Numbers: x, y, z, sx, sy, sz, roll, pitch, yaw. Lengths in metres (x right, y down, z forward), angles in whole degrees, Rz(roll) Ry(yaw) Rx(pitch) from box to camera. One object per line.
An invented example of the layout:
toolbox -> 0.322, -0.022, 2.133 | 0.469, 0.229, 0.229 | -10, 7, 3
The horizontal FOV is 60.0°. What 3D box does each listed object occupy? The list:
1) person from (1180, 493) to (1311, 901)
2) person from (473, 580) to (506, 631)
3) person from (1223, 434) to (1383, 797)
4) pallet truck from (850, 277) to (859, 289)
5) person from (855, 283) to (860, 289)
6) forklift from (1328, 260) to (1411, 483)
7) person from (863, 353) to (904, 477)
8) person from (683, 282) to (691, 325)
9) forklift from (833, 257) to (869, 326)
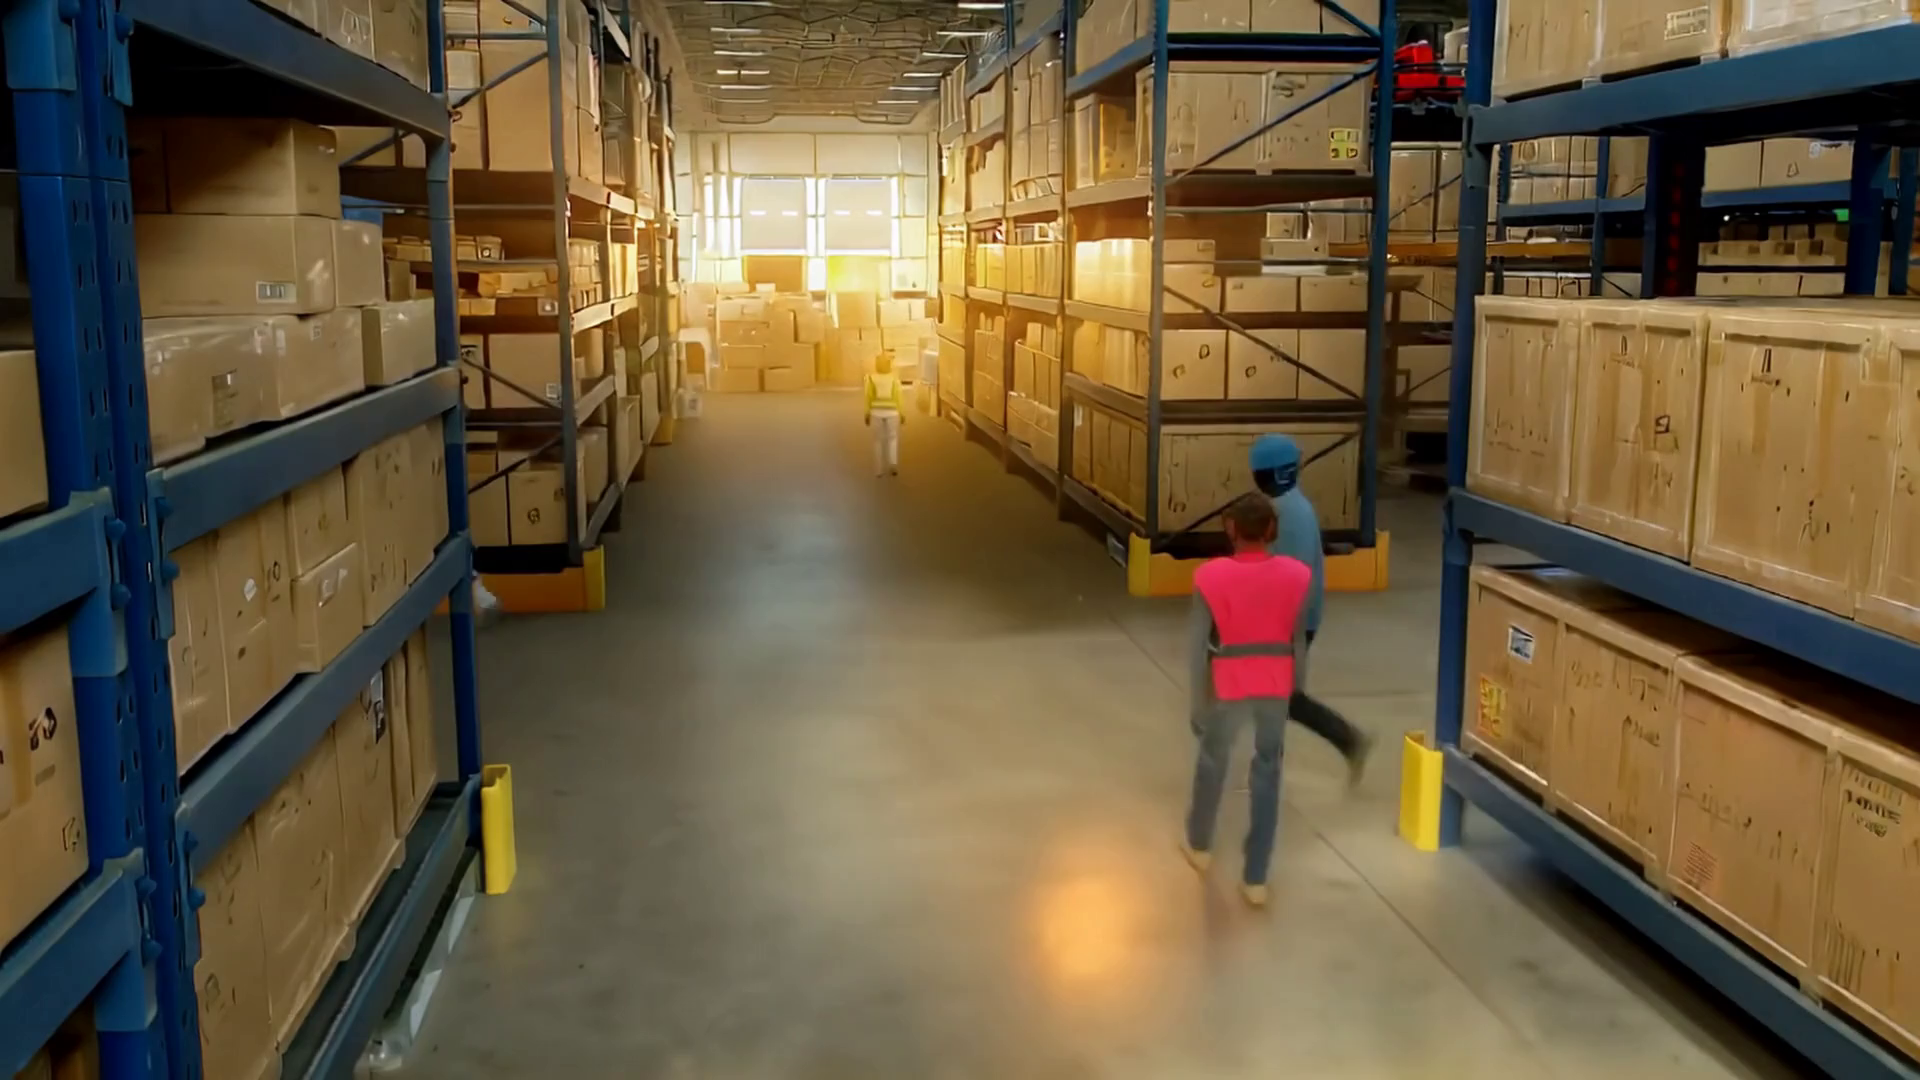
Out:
person -> 1.296, 0.684, 7.668 | 0.569, 1.814, 0.806 | -1, 10, -4
person -> -3.952, -0.178, 12.704 | 0.853, 1.816, 0.620 | -2, 10, -12
person -> 1.820, 0.427, 8.766 | 0.738, 1.963, 0.654 | 1, 10, 5
pallet truck -> -3.782, -9.391, 65.808 | 1.885, 1.965, 0.823 | 2, 10, 10
person -> -3.676, -8.217, 59.293 | 0.355, 1.887, 0.573 | 8, 13, 41
forklift -> 4.983, -2.219, 21.485 | 1.129, 2.768, 1.873 | -1, 10, -7
person -> -0.990, -1.613, 21.598 | 0.530, 1.624, 0.450 | -1, 10, -4
person -> -9.762, -8.342, 59.913 | 0.430, 1.925, 0.635 | -2, 10, -9
forklift -> -3.028, -6.694, 47.538 | 1.129, 2.768, 1.873 | -8, 13, -40
